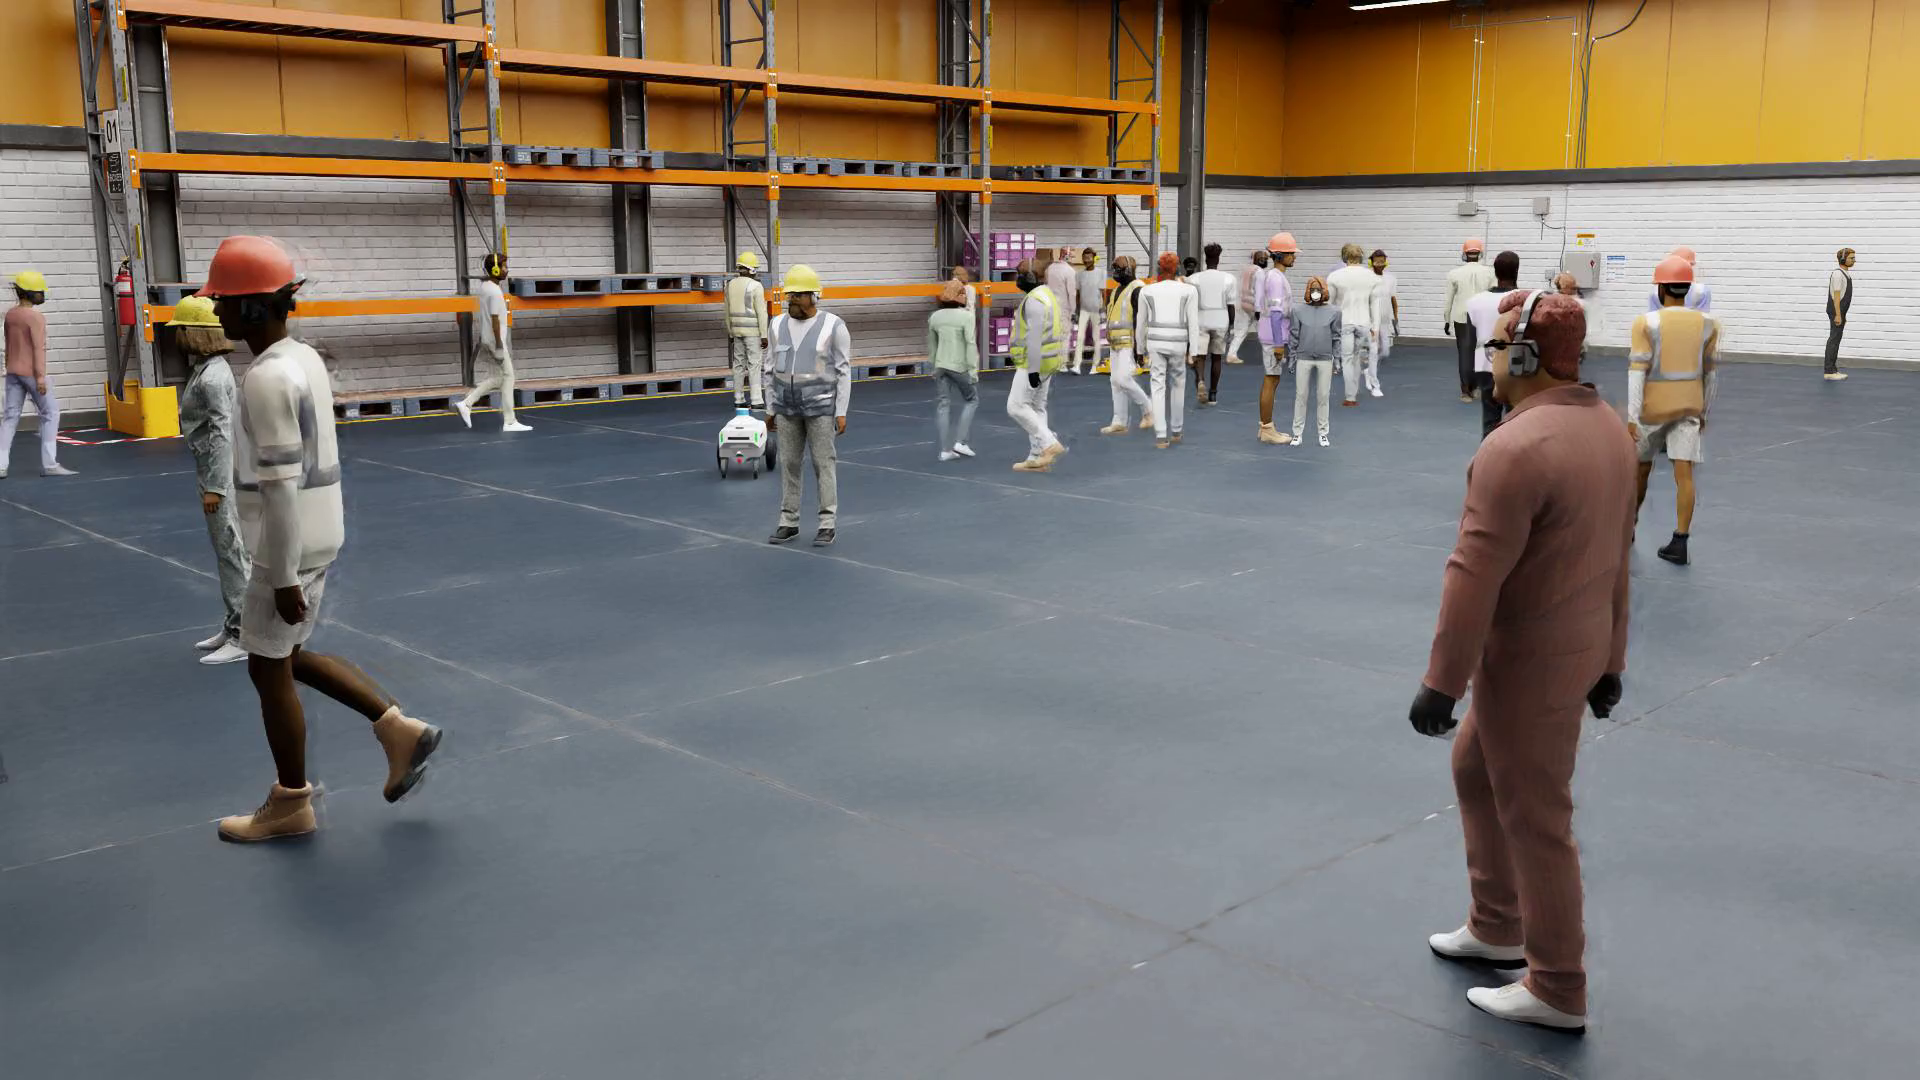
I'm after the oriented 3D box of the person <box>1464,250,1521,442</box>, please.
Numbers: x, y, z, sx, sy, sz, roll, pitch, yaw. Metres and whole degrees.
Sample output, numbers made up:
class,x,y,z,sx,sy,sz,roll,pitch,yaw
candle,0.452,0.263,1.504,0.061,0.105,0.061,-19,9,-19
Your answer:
class,x,y,z,sx,sy,sz,roll,pitch,yaw
person,4.229,-1.304,13.023,0.604,1.907,0.628,9,13,39

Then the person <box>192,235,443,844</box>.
class,x,y,z,sx,sy,sz,roll,pitch,yaw
person,-2.160,0.011,5.535,0.632,2.025,0.626,-2,11,-9

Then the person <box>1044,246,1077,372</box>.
class,x,y,z,sx,sy,sz,roll,pitch,yaw
person,1.522,-3.433,24.762,0.443,1.871,0.742,-8,13,-37

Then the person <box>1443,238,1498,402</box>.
class,x,y,z,sx,sy,sz,roll,pitch,yaw
person,6.258,-2.702,20.446,0.630,1.965,0.870,2,11,9

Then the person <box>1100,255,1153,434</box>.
class,x,y,z,sx,sy,sz,roll,pitch,yaw
person,1.715,-1.972,16.886,0.491,1.825,0.645,-4,11,-19

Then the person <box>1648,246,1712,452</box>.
class,x,y,z,sx,sy,sz,roll,pitch,yaw
person,6.708,-1.778,15.563,0.566,1.919,0.511,7,12,33

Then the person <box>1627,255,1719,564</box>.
class,x,y,z,sx,sy,sz,roll,pitch,yaw
person,4.455,-0.840,10.537,0.570,1.884,0.967,0,10,1

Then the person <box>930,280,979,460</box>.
class,x,y,z,sx,sy,sz,roll,pitch,yaw
person,-0.031,-1.534,15.035,0.531,1.614,0.454,7,13,34

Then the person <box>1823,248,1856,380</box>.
class,x,y,z,sx,sy,sz,roll,pitch,yaw
person,12.362,-3.169,23.362,0.345,1.846,0.506,7,12,33

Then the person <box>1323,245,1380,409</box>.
class,x,y,z,sx,sy,sz,roll,pitch,yaw
person,4.580,-2.517,19.645,0.628,1.909,0.765,-2,11,-9

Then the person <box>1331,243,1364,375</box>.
class,x,y,z,sx,sy,sz,roll,pitch,yaw
person,5.585,-3.343,24.124,0.873,1.914,0.643,-4,11,-23

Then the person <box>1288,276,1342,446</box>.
class,x,y,z,sx,sy,sz,roll,pitch,yaw
person,3.408,-1.713,15.997,0.507,1.632,0.275,2,11,11

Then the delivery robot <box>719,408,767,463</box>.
class,x,y,z,sx,sy,sz,roll,pitch,yaw
delivery robot,-1.838,-0.875,14.113,0.477,0.478,0.707,0,10,-1

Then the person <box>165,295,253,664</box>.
class,x,y,z,sx,sy,sz,roll,pitch,yaw
person,-3.556,-0.286,7.911,0.298,1.745,0.484,-5,11,-25

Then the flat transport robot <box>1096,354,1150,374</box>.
class,x,y,z,sx,sy,sz,roll,pitch,yaw
flat transport robot,2.649,-2.611,24.613,0.652,0.197,1.431,7,13,34

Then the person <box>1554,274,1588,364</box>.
class,x,y,z,sx,sy,sz,roll,pitch,yaw
person,6.288,-1.989,17.546,0.536,1.606,0.770,-3,11,-13

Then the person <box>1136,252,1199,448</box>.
class,x,y,z,sx,sy,sz,roll,pitch,yaw
person,2.010,-1.842,16.096,0.611,1.848,0.895,2,11,11

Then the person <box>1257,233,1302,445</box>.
class,x,y,z,sx,sy,sz,roll,pitch,yaw
person,3.099,-1.956,16.201,0.387,2.045,0.605,2,11,9

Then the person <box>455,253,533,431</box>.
class,x,y,z,sx,sy,sz,roll,pitch,yaw
person,-4.825,-2.021,17.098,0.679,1.849,0.530,-6,12,-28

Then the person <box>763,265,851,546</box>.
class,x,y,z,sx,sy,sz,roll,pitch,yaw
person,-1.013,-0.870,10.858,0.600,1.829,0.404,4,11,19

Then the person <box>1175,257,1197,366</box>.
class,x,y,z,sx,sy,sz,roll,pitch,yaw
person,3.557,-3.561,25.944,0.558,1.684,0.456,1,10,3

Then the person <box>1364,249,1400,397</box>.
class,x,y,z,sx,sy,sz,roll,pitch,yaw
person,5.282,-2.755,21.079,0.525,1.850,0.748,-2,11,-9

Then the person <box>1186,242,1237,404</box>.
class,x,y,z,sx,sy,sz,roll,pitch,yaw
person,2.962,-2.546,19.699,0.611,1.944,0.766,2,11,8

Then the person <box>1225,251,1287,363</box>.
class,x,y,z,sx,sy,sz,roll,pitch,yaw
person,4.656,-3.658,26.213,0.951,1.793,0.668,-2,11,-11

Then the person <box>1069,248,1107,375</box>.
class,x,y,z,sx,sy,sz,roll,pitch,yaw
person,1.860,-3.275,24.003,0.516,1.829,0.907,4,11,19

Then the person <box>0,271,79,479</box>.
class,x,y,z,sx,sy,sz,roll,pitch,yaw
person,-7.826,-1.366,13.873,0.581,1.732,0.531,6,12,29

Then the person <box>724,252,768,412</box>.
class,x,y,z,sx,sy,sz,roll,pitch,yaw
person,-2.428,-2.388,19.140,0.602,1.828,0.404,8,13,37

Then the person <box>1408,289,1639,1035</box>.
class,x,y,z,sx,sy,sz,roll,pitch,yaw
person,1.391,0.309,4.296,0.679,1.885,0.649,8,13,38

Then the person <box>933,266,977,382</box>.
class,x,y,z,sx,sy,sz,roll,pitch,yaw
person,-0.036,-2.921,22.696,0.506,1.593,0.821,8,13,38

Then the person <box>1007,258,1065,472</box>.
class,x,y,z,sx,sy,sz,roll,pitch,yaw
person,0.627,-1.472,14.143,0.441,1.828,0.650,2,11,13
